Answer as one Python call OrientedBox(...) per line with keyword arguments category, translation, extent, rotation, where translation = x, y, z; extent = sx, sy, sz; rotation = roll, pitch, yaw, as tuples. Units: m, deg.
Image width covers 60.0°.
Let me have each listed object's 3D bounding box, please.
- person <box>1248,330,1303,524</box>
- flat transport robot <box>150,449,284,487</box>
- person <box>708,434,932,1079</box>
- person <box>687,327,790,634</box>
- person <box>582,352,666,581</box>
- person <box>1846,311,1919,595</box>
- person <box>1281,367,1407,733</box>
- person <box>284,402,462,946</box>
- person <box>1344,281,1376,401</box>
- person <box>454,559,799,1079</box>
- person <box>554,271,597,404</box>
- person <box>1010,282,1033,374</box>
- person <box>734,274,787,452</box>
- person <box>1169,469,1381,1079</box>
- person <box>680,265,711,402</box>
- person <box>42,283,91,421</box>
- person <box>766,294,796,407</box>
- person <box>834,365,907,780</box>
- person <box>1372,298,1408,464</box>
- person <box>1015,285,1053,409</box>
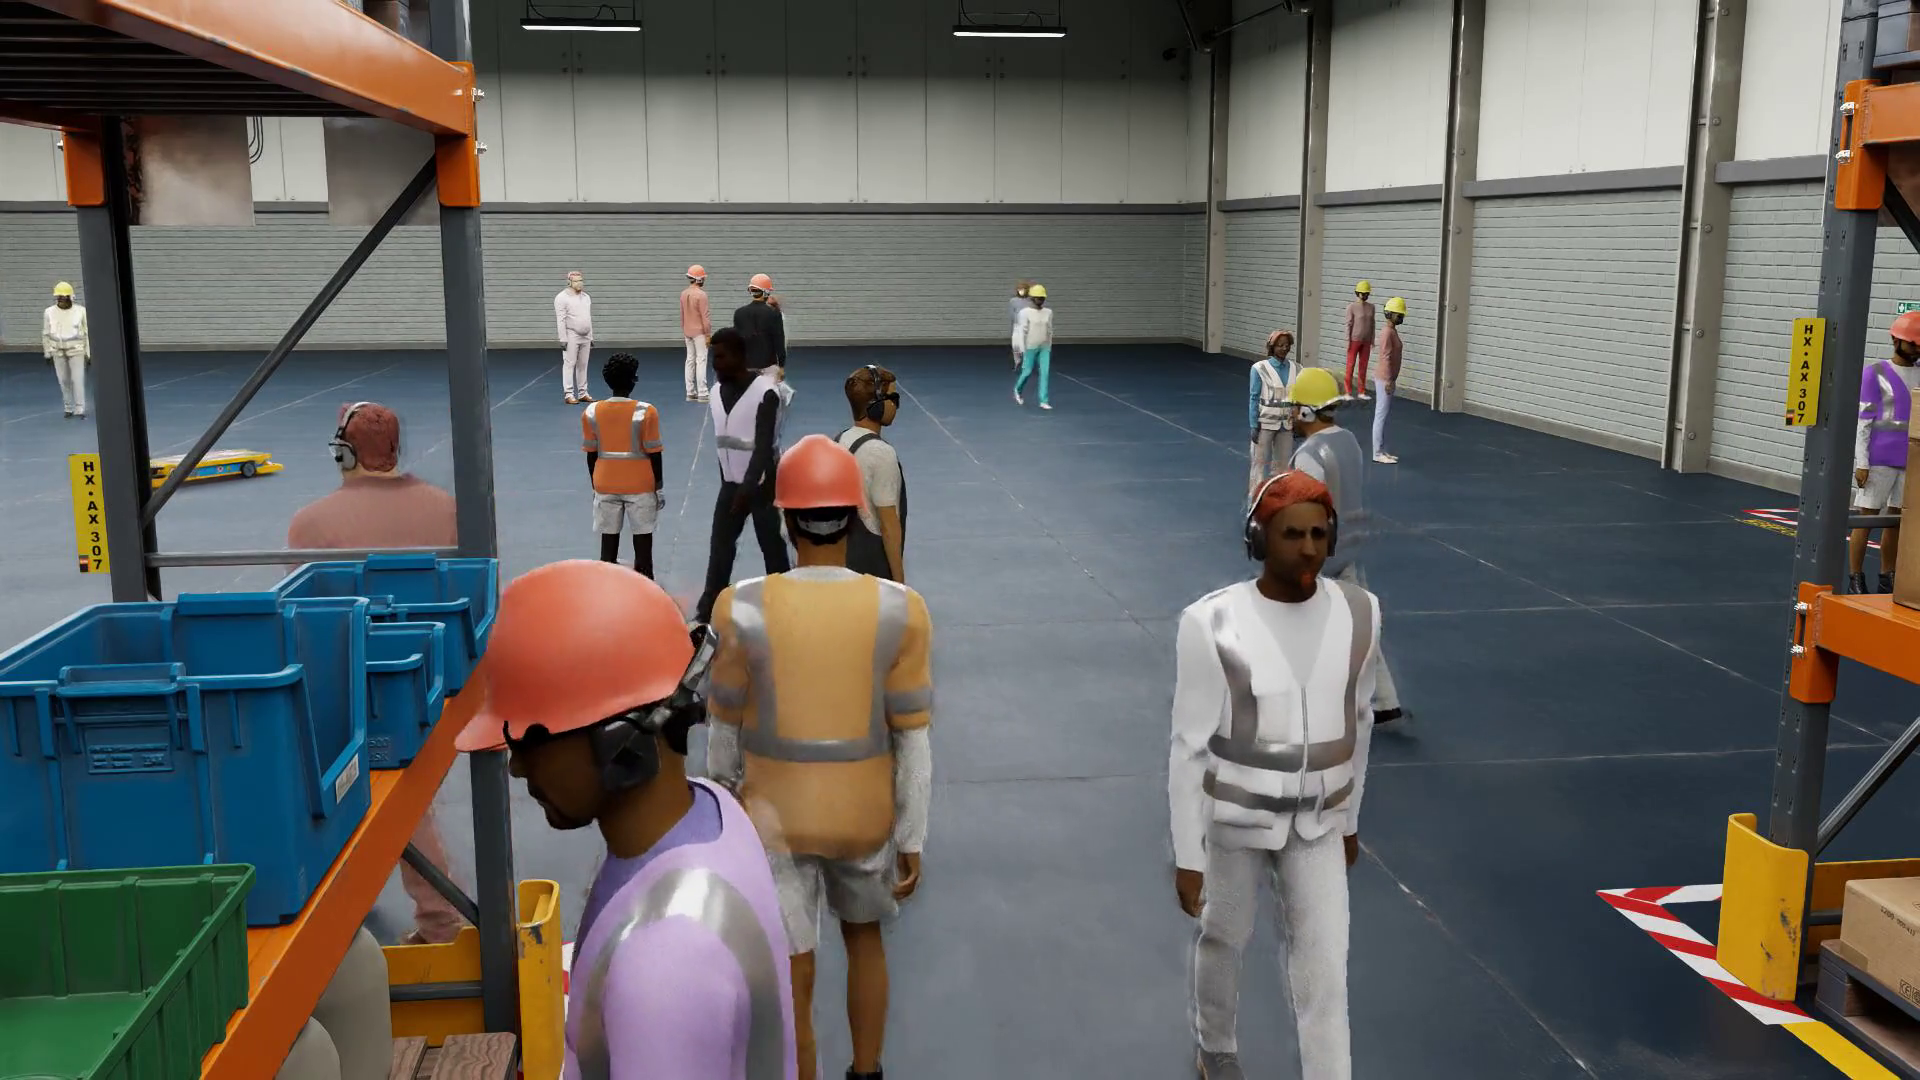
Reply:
OrientedBox(category="person", translation=(2.628, -0.931, 13.870), extent=(0.514, 1.642, 0.314), rotation=(-4, 11, -21))
OrientedBox(category="flat transport robot", translation=(-7.550, -0.729, 16.522), extent=(0.652, 0.197, 1.431), rotation=(7, 12, 32))
OrientedBox(category="person", translation=(-0.360, 0.695, 4.216), extent=(0.556, 1.919, 0.527), rotation=(-2, 10, -9))
OrientedBox(category="person", translation=(-1.339, -0.308, 9.826), extent=(0.581, 1.862, 0.973), rotation=(8, 13, 37))
OrientedBox(category="person", translation=(-2.076, -0.315, 10.342), extent=(0.534, 1.697, 0.318), rotation=(3, 11, 13))
OrientedBox(category="person", translation=(6.098, -0.523, 10.846), extent=(0.542, 1.931, 0.366), rotation=(-2, 11, -11))
OrientedBox(category="person", translation=(1.762, 0.057, 8.086), extent=(0.948, 1.791, 0.603), rotation=(8, 13, 38))
OrientedBox(category="person", translation=(-2.015, 0.459, 5.664), extent=(1.025, 1.851, 0.645), rotation=(7, 13, 35))
OrientedBox(category="person", translation=(5.904, -2.929, 24.510), extent=(0.521, 1.761, 0.335), rotation=(-5, 11, -25))
OrientedBox(category="person", translation=(-0.497, 1.016, 2.221), extent=(0.833, 1.995, 0.650), rotation=(-2, 11, -12))
OrientedBox(category="person", translation=(-5.535, -2.921, 24.056), extent=(0.409, 1.909, 0.642), rotation=(6, 12, 31))
OrientedBox(category="person", translation=(1.110, -3.732, 29.292), extent=(0.501, 1.620, 0.357), rotation=(2, 11, 12))
OrientedBox(category="person", translation=(-2.220, -1.965, 18.570), extent=(0.619, 1.992, 0.396), rotation=(4, 11, 20))
OrientedBox(category="person", translation=(0.810, 0.731, 4.261), extent=(0.591, 1.824, 1.010), rotation=(-2, 11, -12))
OrientedBox(category="person", translation=(-3.835, -3.011, 24.305), extent=(0.611, 1.995, 0.375), rotation=(10, 14, 44))
OrientedBox(category="person", translation=(-11.734, -2.468, 21.899), extent=(0.602, 1.818, 0.676), rotation=(-1, 10, -6))
OrientedBox(category="person", translation=(-2.558, -2.575, 22.911), extent=(0.566, 1.622, 0.530), rotation=(-6, 12, -28))
OrientedBox(category="person", translation=(-0.390, 0.149, 7.395), extent=(0.346, 1.846, 0.506), rotation=(-7, 12, -34))
OrientedBox(category="person", translation=(4.595, -1.703, 17.782), extent=(0.328, 1.762, 0.523), rotation=(4, 11, 19))
OrientedBox(category="person", translation=(1.046, -2.732, 23.472), extent=(0.530, 1.744, 0.746), rotation=(-5, 11, -25))
